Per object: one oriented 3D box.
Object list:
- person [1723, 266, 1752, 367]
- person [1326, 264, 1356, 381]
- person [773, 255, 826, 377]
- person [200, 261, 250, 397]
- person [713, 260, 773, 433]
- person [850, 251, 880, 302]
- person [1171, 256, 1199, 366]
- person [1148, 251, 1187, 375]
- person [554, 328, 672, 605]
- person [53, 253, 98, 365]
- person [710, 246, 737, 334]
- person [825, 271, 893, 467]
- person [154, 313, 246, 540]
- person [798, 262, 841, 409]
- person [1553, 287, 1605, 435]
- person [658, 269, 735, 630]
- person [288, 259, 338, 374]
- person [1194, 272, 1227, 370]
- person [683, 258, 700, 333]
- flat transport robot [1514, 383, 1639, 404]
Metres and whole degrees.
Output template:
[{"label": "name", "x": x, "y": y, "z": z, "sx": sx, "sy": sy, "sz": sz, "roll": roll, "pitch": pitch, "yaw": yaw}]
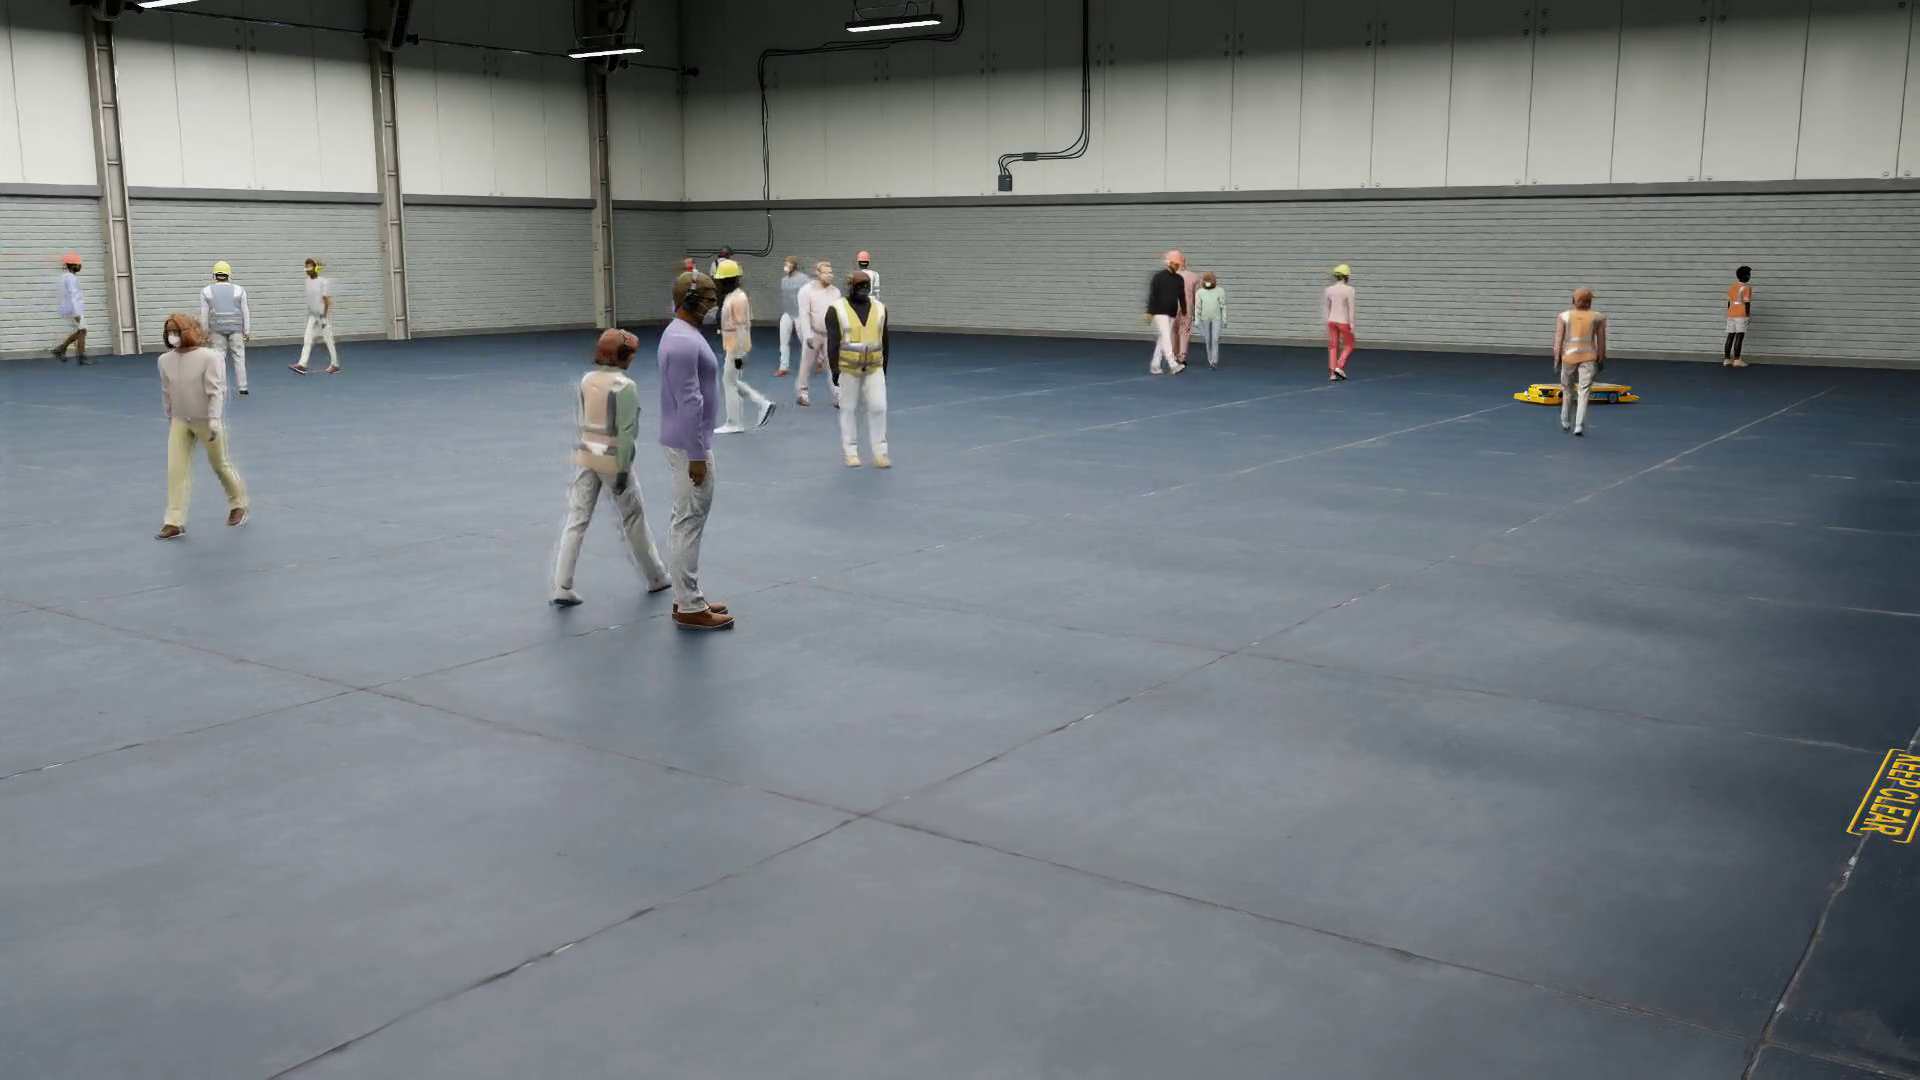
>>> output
[{"label": "person", "x": 13.122, "y": -3.762, "z": 28.013, "sx": 0.320, "sy": 1.698, "sz": 0.538, "roll": -2, "pitch": 10, "yaw": -9}, {"label": "person", "x": 5.772, "y": -3.284, "z": 25.167, "sx": 0.365, "sy": 1.750, "sz": 0.552, "roll": -9, "pitch": 13, "yaw": -40}, {"label": "person", "x": -2.534, "y": -3.522, "z": 26.133, "sx": 0.627, "sy": 1.901, "sz": 0.946, "roll": 8, "pitch": 13, "yaw": 37}, {"label": "person", "x": -9.908, "y": -2.838, "z": 22.469, "sx": 0.594, "sy": 1.832, "sz": 0.404, "roll": -4, "pitch": 11, "yaw": -23}, {"label": "person", "x": -2.397, "y": -2.102, "z": 18.153, "sx": 0.587, "sy": 1.901, "sz": 0.619, "roll": -2, "pitch": 10, "yaw": -10}, {"label": "person", "x": -1.675, "y": -4.079, "z": 29.123, "sx": 0.543, "sy": 1.940, "sz": 0.361, "roll": -3, "pitch": 11, "yaw": -15}, {"label": "person", "x": 3.754, "y": -3.915, "z": 28.460, "sx": 0.677, "sy": 1.846, "sz": 0.988, "roll": 0, "pitch": 10, "yaw": 0}, {"label": "person", "x": 3.341, "y": -3.560, "z": 26.201, "sx": 0.629, "sy": 1.937, "sz": 1.011, "roll": -7, "pitch": 12, "yaw": -34}, {"label": "person", "x": -2.037, "y": -0.425, "z": 9.623, "sx": 0.525, "sy": 1.586, "sz": 0.889, "roll": 8, "pitch": 13, "yaw": 38}, {"label": "person", "x": -15.061, "y": -3.907, "z": 28.211, "sx": 0.555, "sy": 1.918, "sz": 0.561, "roll": -6, "pitch": 12, "yaw": -32}, {"label": "person", "x": -5.367, "y": -5.755, "z": 38.224, "sx": 0.683, "sy": 2.000, "sz": 0.536, "roll": 6, "pitch": 12, "yaw": 32}, {"label": "person", "x": -0.900, "y": -1.560, "z": 15.354, "sx": 0.639, "sy": 1.823, "sz": 0.684, "roll": -4, "pitch": 11, "yaw": -21}, {"label": "person", "x": -5.485, "y": -0.841, "z": 11.965, "sx": 0.512, "sy": 1.590, "sz": 0.858, "roll": 1, "pitch": 10, "yaw": 6}, {"label": "person", "x": -1.766, "y": -2.589, "z": 21.066, "sx": 0.637, "sy": 1.846, "sz": 1.043, "roll": -6, "pitch": 12, "yaw": -31}, {"label": "person", "x": 6.763, "y": -1.954, "z": 18.175, "sx": 0.538, "sy": 1.592, "sz": 0.881, "roll": 3, "pitch": 11, "yaw": 16}, {"label": "person", "x": -1.445, "y": -0.487, "z": 9.014, "sx": 0.373, "sy": 1.937, "sz": 0.630, "roll": -2, "pitch": 10, "yaw": -12}, {"label": "person", "x": -10.266, "y": -3.535, "z": 26.389, "sx": 0.555, "sy": 1.822, "sz": 0.941, "roll": 5, "pitch": 11, "yaw": 24}, {"label": "person", "x": 4.090, "y": -3.577, "z": 27.250, "sx": 0.516, "sy": 1.590, "sz": 0.814, "roll": 3, "pitch": 11, "yaw": 19}, {"label": "person", "x": -4.589, "y": -3.807, "z": 27.891, "sx": 0.616, "sy": 1.827, "sz": 0.577, "roll": -5, "pitch": 11, "yaw": -26}, {"label": "flat transport robot", "x": 8.052, "y": -1.921, "z": 21.708, "sx": 1.431, "sy": 0.197, "sz": 0.652, "roll": -3, "pitch": 10, "yaw": -15}]
